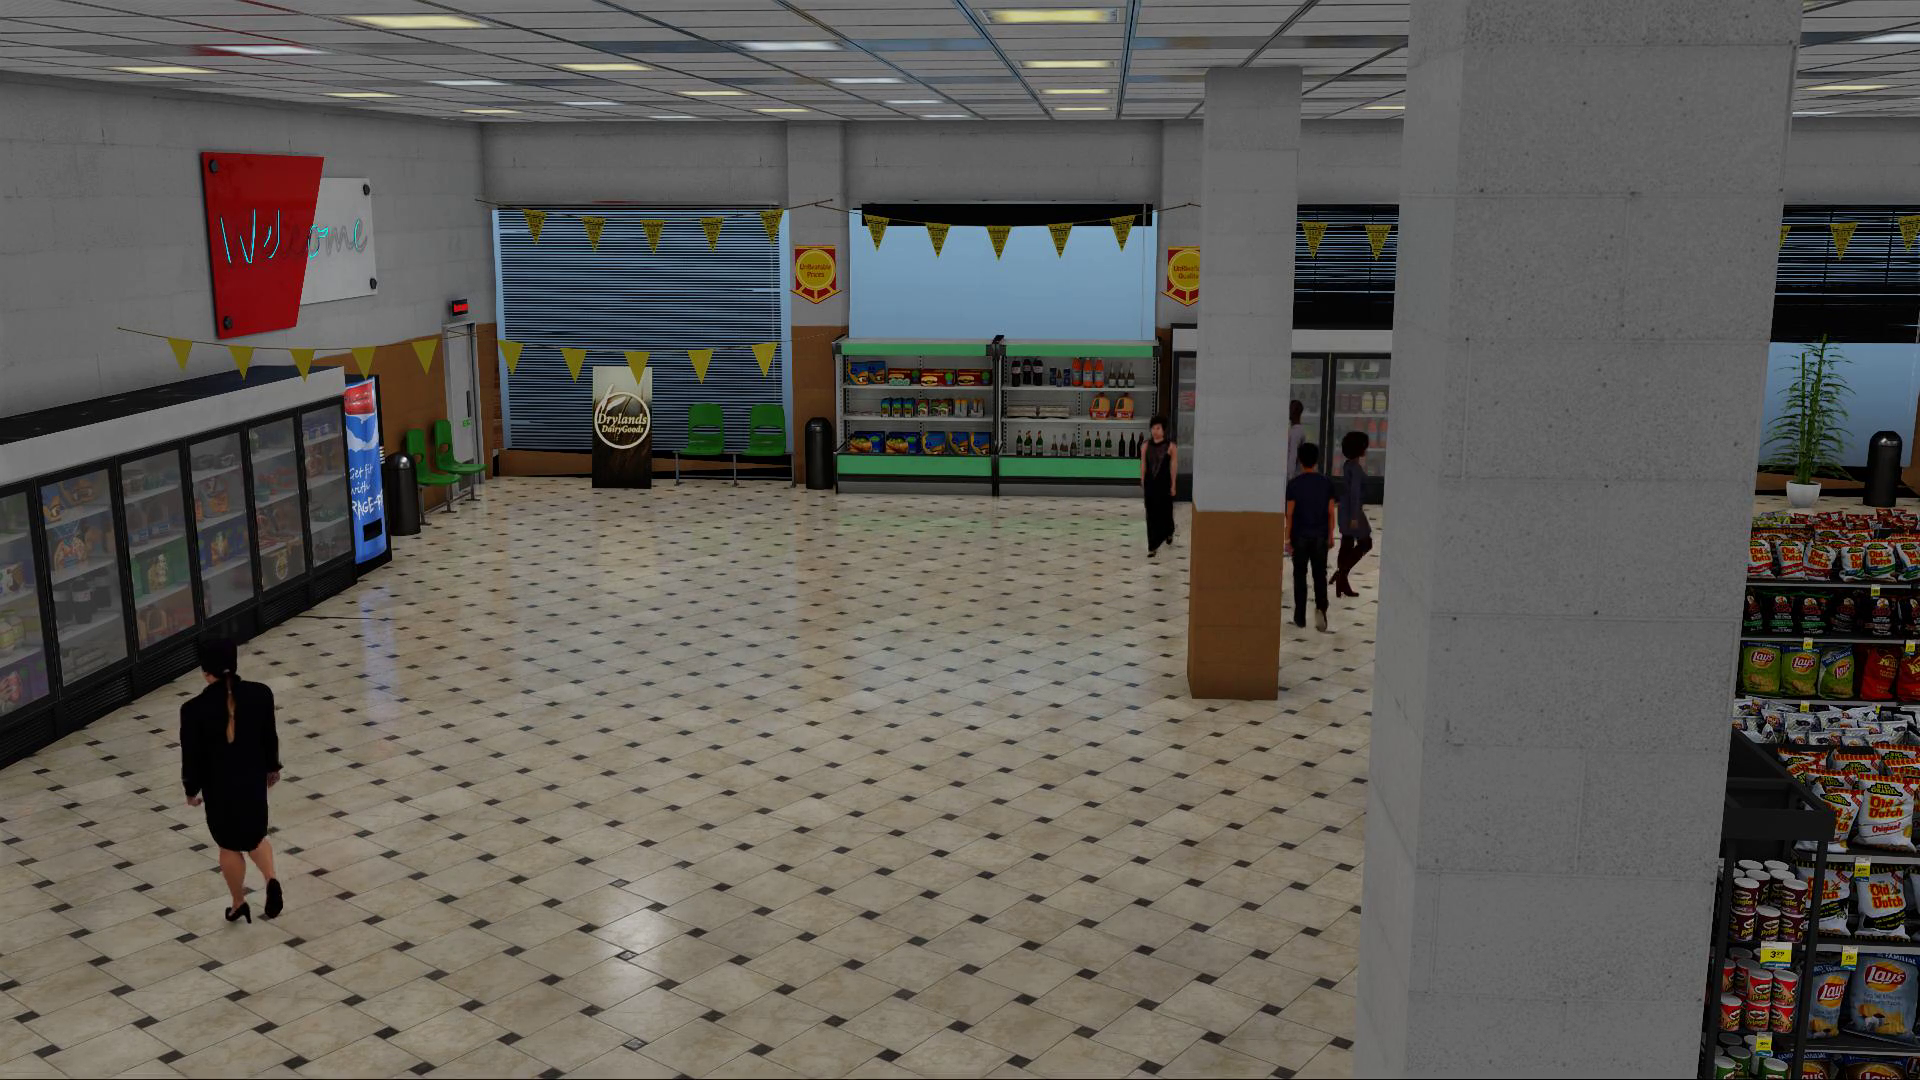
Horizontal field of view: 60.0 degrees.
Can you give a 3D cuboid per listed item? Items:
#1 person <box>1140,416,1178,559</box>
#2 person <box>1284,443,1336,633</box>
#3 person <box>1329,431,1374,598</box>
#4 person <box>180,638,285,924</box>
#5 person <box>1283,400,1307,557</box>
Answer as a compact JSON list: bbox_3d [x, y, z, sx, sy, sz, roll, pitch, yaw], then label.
[{"bbox_3d":[2.265,-0.610,18.812,0.779,1.593,0.761,5,13,22],"label":"person"},{"bbox_3d":[3.270,0.005,15.453,0.948,1.773,0.741,0,12,1],"label":"person"},{"bbox_3d":[3.883,-0.242,16.809,0.650,1.700,0.636,0,12,-1],"label":"person"},{"bbox_3d":[-3.976,1.382,9.191,0.989,1.660,0.924,11,16,41],"label":"person"},{"bbox_3d":[3.793,-0.700,18.812,0.575,1.770,0.629,1,12,7],"label":"person"}]
